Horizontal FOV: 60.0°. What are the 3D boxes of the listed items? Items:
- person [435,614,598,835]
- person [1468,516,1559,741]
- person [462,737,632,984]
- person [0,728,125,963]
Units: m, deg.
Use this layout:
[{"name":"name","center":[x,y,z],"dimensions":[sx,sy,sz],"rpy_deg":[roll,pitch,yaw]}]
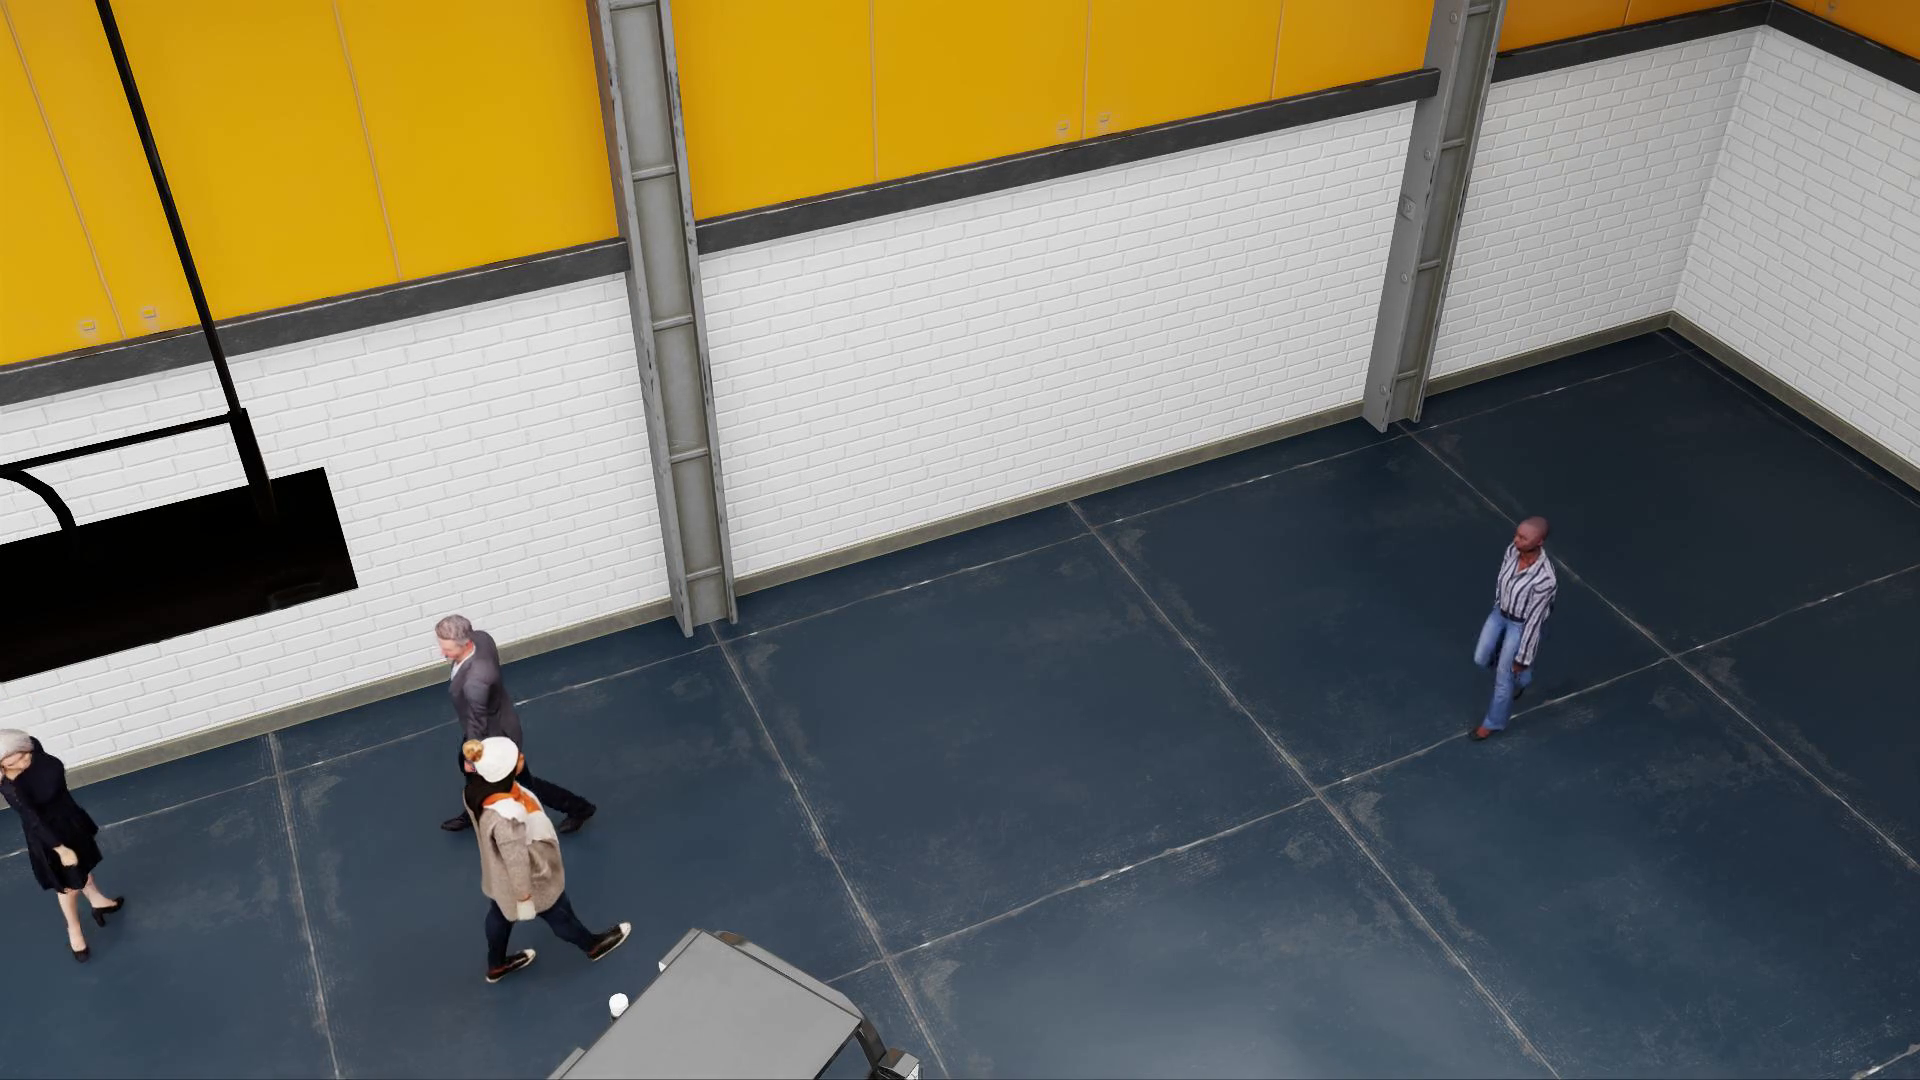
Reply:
[{"name":"person","center":[-2.680,1.128,9.813],"dimensions":[1.199,1.793,0.799],"rpy_deg":[-11,40,-13]},{"name":"person","center":[3.595,0.548,10.552],"dimensions":[0.761,1.777,0.687],"rpy_deg":[-15,41,-18]},{"name":"person","center":[-2.480,1.776,8.949],"dimensions":[1.098,1.859,0.842],"rpy_deg":[-23,44,-27]},{"name":"person","center":[-5.046,1.580,9.302],"dimensions":[0.671,1.724,0.740],"rpy_deg":[-17,41,-20]}]
